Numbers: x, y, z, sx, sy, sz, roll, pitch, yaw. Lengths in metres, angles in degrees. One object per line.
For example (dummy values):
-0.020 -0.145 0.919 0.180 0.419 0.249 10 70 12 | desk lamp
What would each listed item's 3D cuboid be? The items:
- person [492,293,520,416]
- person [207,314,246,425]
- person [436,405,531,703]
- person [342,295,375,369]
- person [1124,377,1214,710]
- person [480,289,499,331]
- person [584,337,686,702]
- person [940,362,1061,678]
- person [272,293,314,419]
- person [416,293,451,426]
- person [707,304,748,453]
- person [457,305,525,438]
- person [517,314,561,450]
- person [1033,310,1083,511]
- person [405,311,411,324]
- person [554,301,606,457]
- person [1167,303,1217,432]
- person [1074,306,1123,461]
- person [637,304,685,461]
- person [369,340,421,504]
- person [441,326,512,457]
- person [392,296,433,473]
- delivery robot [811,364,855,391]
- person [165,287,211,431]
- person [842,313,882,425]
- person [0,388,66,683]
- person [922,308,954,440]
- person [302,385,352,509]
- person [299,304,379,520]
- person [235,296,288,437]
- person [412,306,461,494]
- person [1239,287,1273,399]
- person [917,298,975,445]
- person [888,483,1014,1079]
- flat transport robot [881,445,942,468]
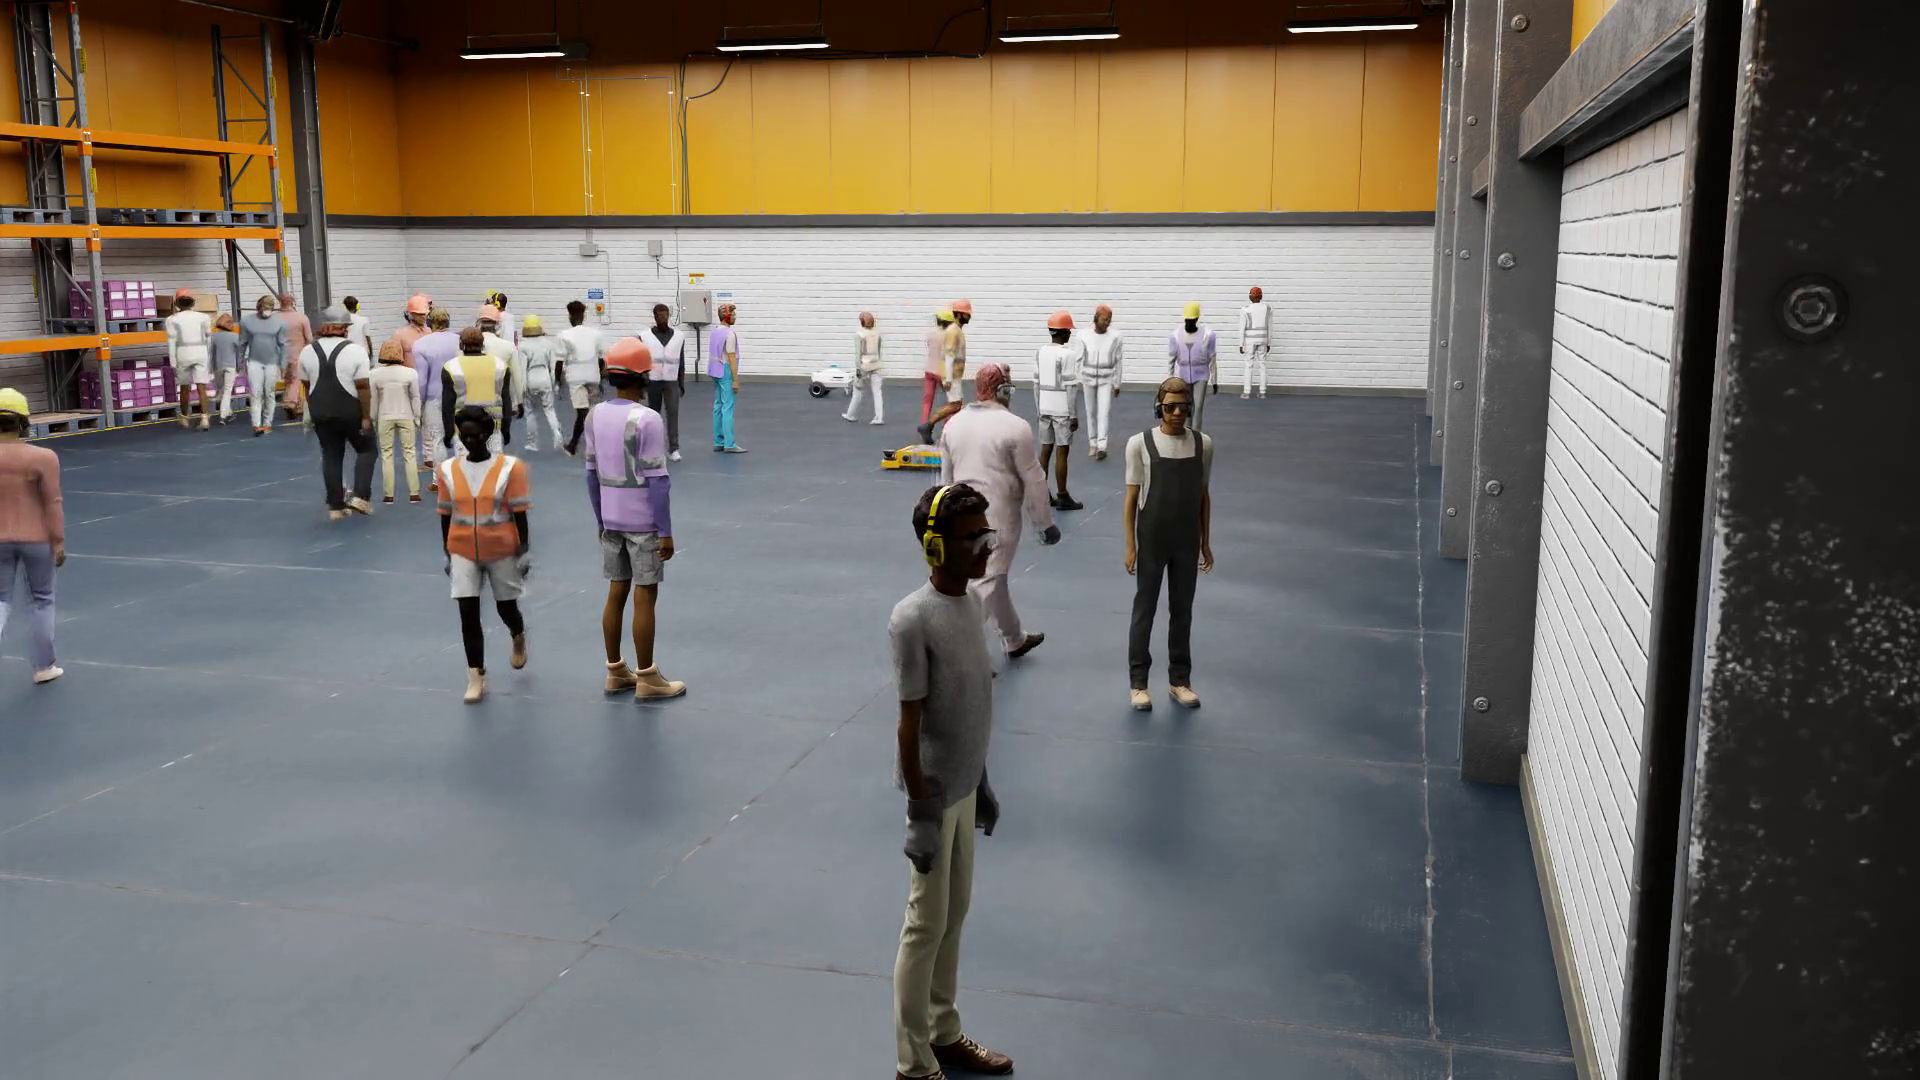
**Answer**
-6.829 -2.758 24.905 0.317 1.855 0.510 3 10 16 | person
-10.599 -2.466 24.018 0.517 1.577 0.880 -1 10 -8 | person
-2.699 0.048 9.500 0.536 1.672 0.677 0 10 -1 | person
-8.878 -2.659 24.407 0.543 1.840 0.566 -1 10 -7 | person
1.163 0.033 9.153 0.518 1.846 0.404 -2 10 -13 | person
-8.179 -3.462 29.035 0.466 1.800 0.612 -2 10 -12 | person
-1.828 -0.112 9.367 0.615 2.045 0.365 8 13 39 | person
0.258 -0.120 9.942 0.981 1.863 0.661 -9 14 -43 | person
-9.974 -2.744 24.787 0.653 1.869 0.940 0 10 2 | person
-7.528 -2.557 23.684 0.568 1.894 0.506 -5 11 -25 | person
-2.917 -1.995 20.596 0.396 1.847 0.564 -6 12 -32 | person
-4.816 -1.442 17.157 0.659 1.944 0.980 -1 10 -3 | person
-5.234 -1.948 20.665 0.486 1.720 0.660 -7 12 -34 | person
0.954 -1.258 16.160 0.371 1.939 0.543 -8 13 -38 | person
-7.874 -2.490 23.931 0.527 1.659 0.808 0 10 0 | person
-4.555 -1.906 19.955 0.639 1.904 0.978 -9 14 -42 | person
2.899 -2.025 20.764 0.606 1.866 0.842 5 11 25 | person
1.652 -1.879 19.971 0.587 1.829 1.008 2 10 9 | person
-3.596 -1.901 20.023 0.611 1.873 1.002 -4 11 -22 | person
-5.611 -1.169 16.522 0.498 1.634 0.281 -4 11 -20 | person
-4.339 -0.992 14.934 0.633 1.841 0.429 -7 12 -34 | person
-6.109 -1.756 18.829 0.402 1.990 0.622 8 13 39 | person
-2.149 -2.741 28.212 0.707 0.478 0.477 2 10 9 | delivery robot
-10.706 -2.513 23.152 0.598 1.990 1.027 -7 12 -34 | person
-1.374 -2.465 23.937 0.536 1.593 0.835 -9 13 -41 | person
-5.417 0.013 9.501 0.529 1.745 0.660 -2 10 -10 | person
-0.244 -2.190 21.997 0.650 1.729 0.551 -9 13 -41 | person
-6.102 -1.093 16.184 0.499 1.601 0.762 -10 14 -44 | person
-5.779 -1.200 15.542 0.689 2.000 0.538 1 10 5 | person
-9.419 -2.339 22.448 0.705 1.880 0.903 -4 11 -21 | person
-5.350 -1.444 17.216 0.627 1.941 0.371 -9 13 -40 | person
4.964 -3.309 27.953 0.578 1.879 0.341 -1 10 -7 | person
-0.138 -2.073 20.845 0.663 1.916 0.559 1 10 6 | person
-0.022 0.756 4.949 0.328 1.873 0.517 4 11 22 | person
-0.128 -0.952 19.148 1.431 0.197 0.652 3 10 15 | flat transport robot
